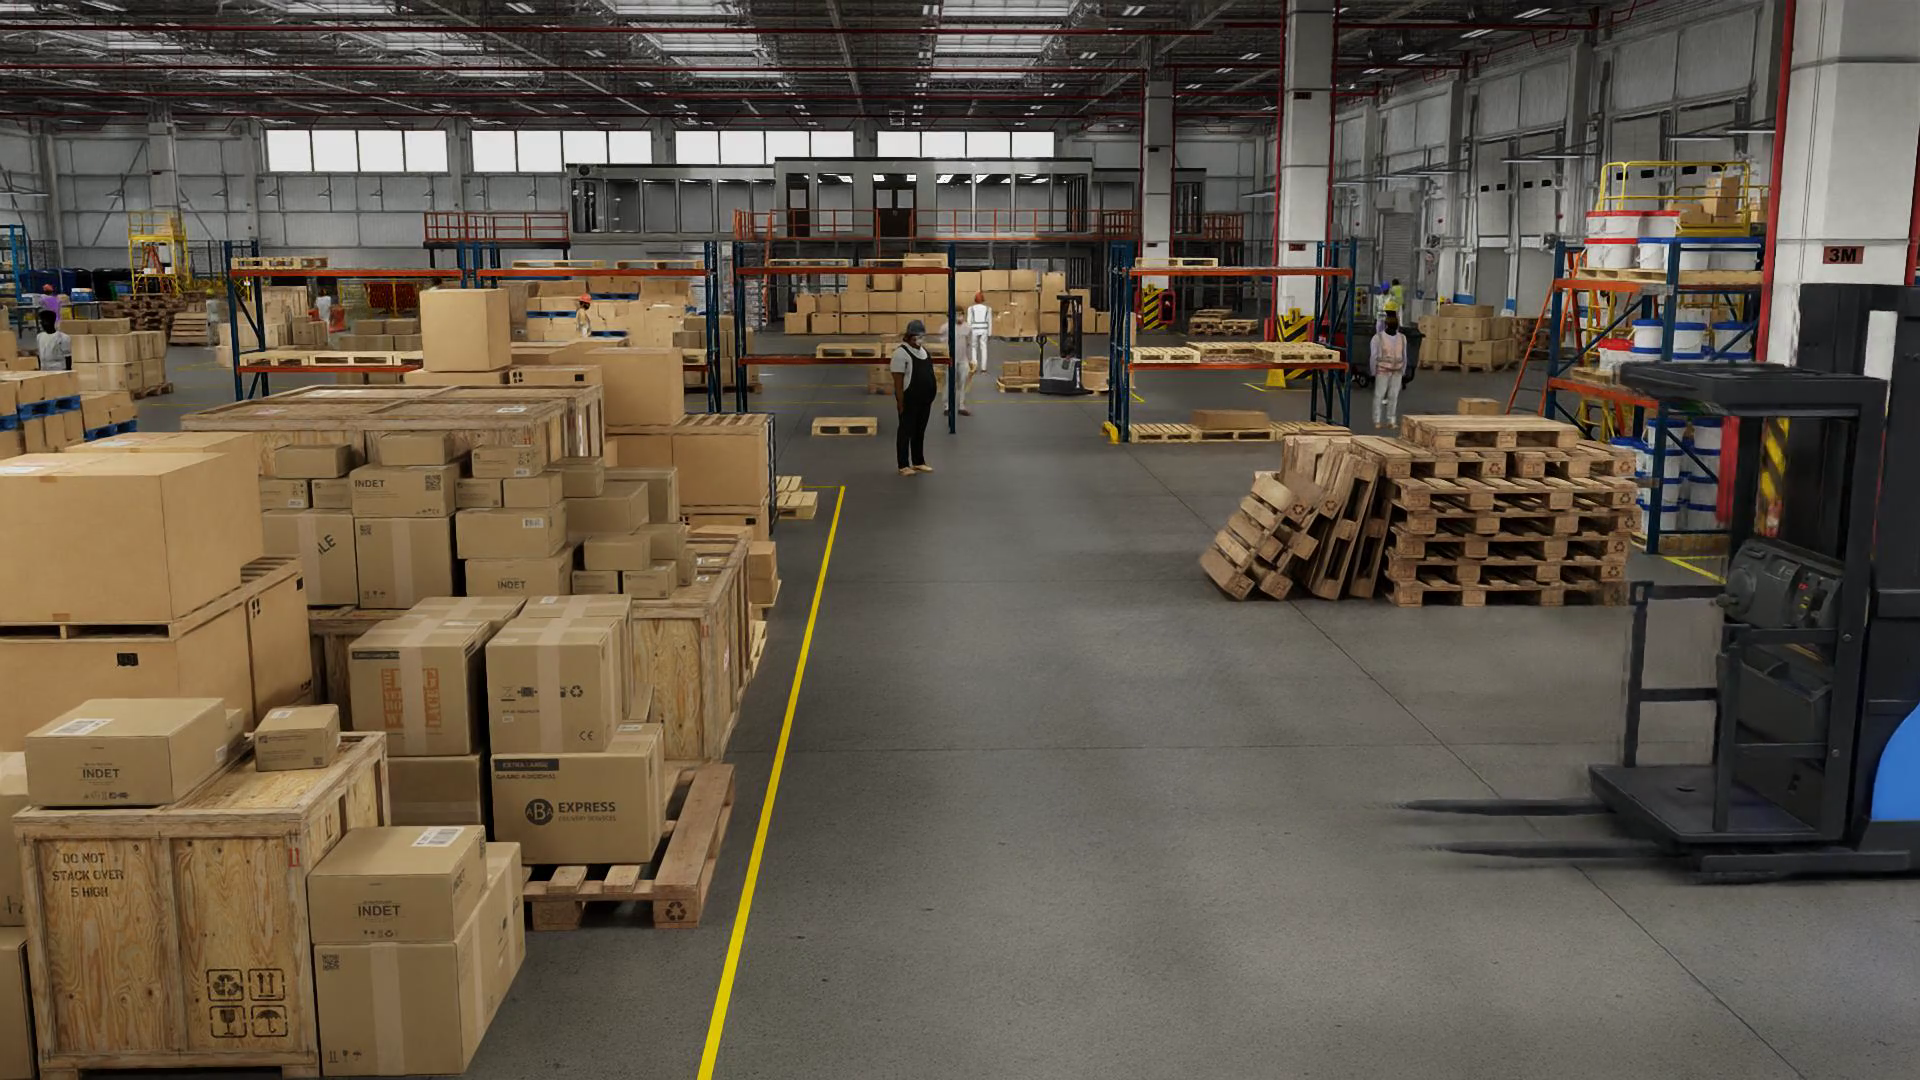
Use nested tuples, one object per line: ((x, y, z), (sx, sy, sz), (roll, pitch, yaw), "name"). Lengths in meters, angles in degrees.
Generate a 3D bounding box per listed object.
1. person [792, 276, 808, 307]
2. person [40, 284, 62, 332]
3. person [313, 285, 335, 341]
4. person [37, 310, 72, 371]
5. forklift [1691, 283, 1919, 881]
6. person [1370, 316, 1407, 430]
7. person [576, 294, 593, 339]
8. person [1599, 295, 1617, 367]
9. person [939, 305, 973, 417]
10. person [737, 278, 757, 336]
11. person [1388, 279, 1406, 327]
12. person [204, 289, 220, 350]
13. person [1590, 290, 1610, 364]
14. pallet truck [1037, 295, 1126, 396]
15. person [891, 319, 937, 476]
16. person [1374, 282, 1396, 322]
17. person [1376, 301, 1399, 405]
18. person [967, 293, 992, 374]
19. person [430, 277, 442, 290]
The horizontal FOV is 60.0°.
((-5.711, -8.536, 59.484), (1.025, 1.823, 0.621), (9, 14, 41), "person")
((-24.549, -5.976, 45.032), (0.948, 1.902, 0.557), (8, 13, 37), "person")
((-17.482, -6.033, 45.480), (0.562, 1.836, 0.846), (4, 11, 23), "person")
((-14.326, -2.652, 26.299), (0.601, 1.967, 0.367), (2, 10, 13), "person")
((4.411, 0.147, 8.163), (1.873, 2.768, 1.129), (0, 10, -2), "forklift")
((6.937, -2.695, 26.897), (0.633, 1.839, 0.429), (-2, 10, -11), "person")
((-7.949, -4.249, 35.305), (0.373, 1.928, 0.543), (-4, 11, -20), "person")
((14.360, -4.482, 36.755), (0.328, 1.876, 0.514), (-3, 11, -15), "person")
((-0.062, -3.120, 28.988), (0.635, 1.936, 0.355), (-5, 11, -26), "person")
((-6.775, -7.327, 52.547), (0.961, 1.888, 0.573), (5, 11, 28), "person")
((14.790, -7.943, 56.306), (0.635, 1.797, 1.006), (0, 10, -2), "person")
((-20.939, -6.192, 46.682), (0.724, 1.719, 0.490), (4, 11, 20), "person")
((16.023, -5.382, 41.428), (0.375, 1.995, 0.609), (-2, 10, -9), "person")
((2.483, -3.881, 33.060), (1.885, 1.965, 0.823), (-7, 13, -36), "pallet truck")
((-0.559, -1.858, 21.673), (0.536, 2.000, 0.688), (7, 12, 34), "person")
((11.449, -5.973, 44.858), (0.604, 1.948, 0.386), (7, 12, 35), "person")
((8.020, -3.504, 31.151), (0.586, 1.928, 0.369), (-8, 13, -39), "person")
((0.427, -4.761, 38.379), (0.636, 1.845, 0.726), (-1, 10, -7), "person")
((-16.865, -7.539, 53.731), (0.598, 1.892, 0.769), (3, 11, 15), "person")
